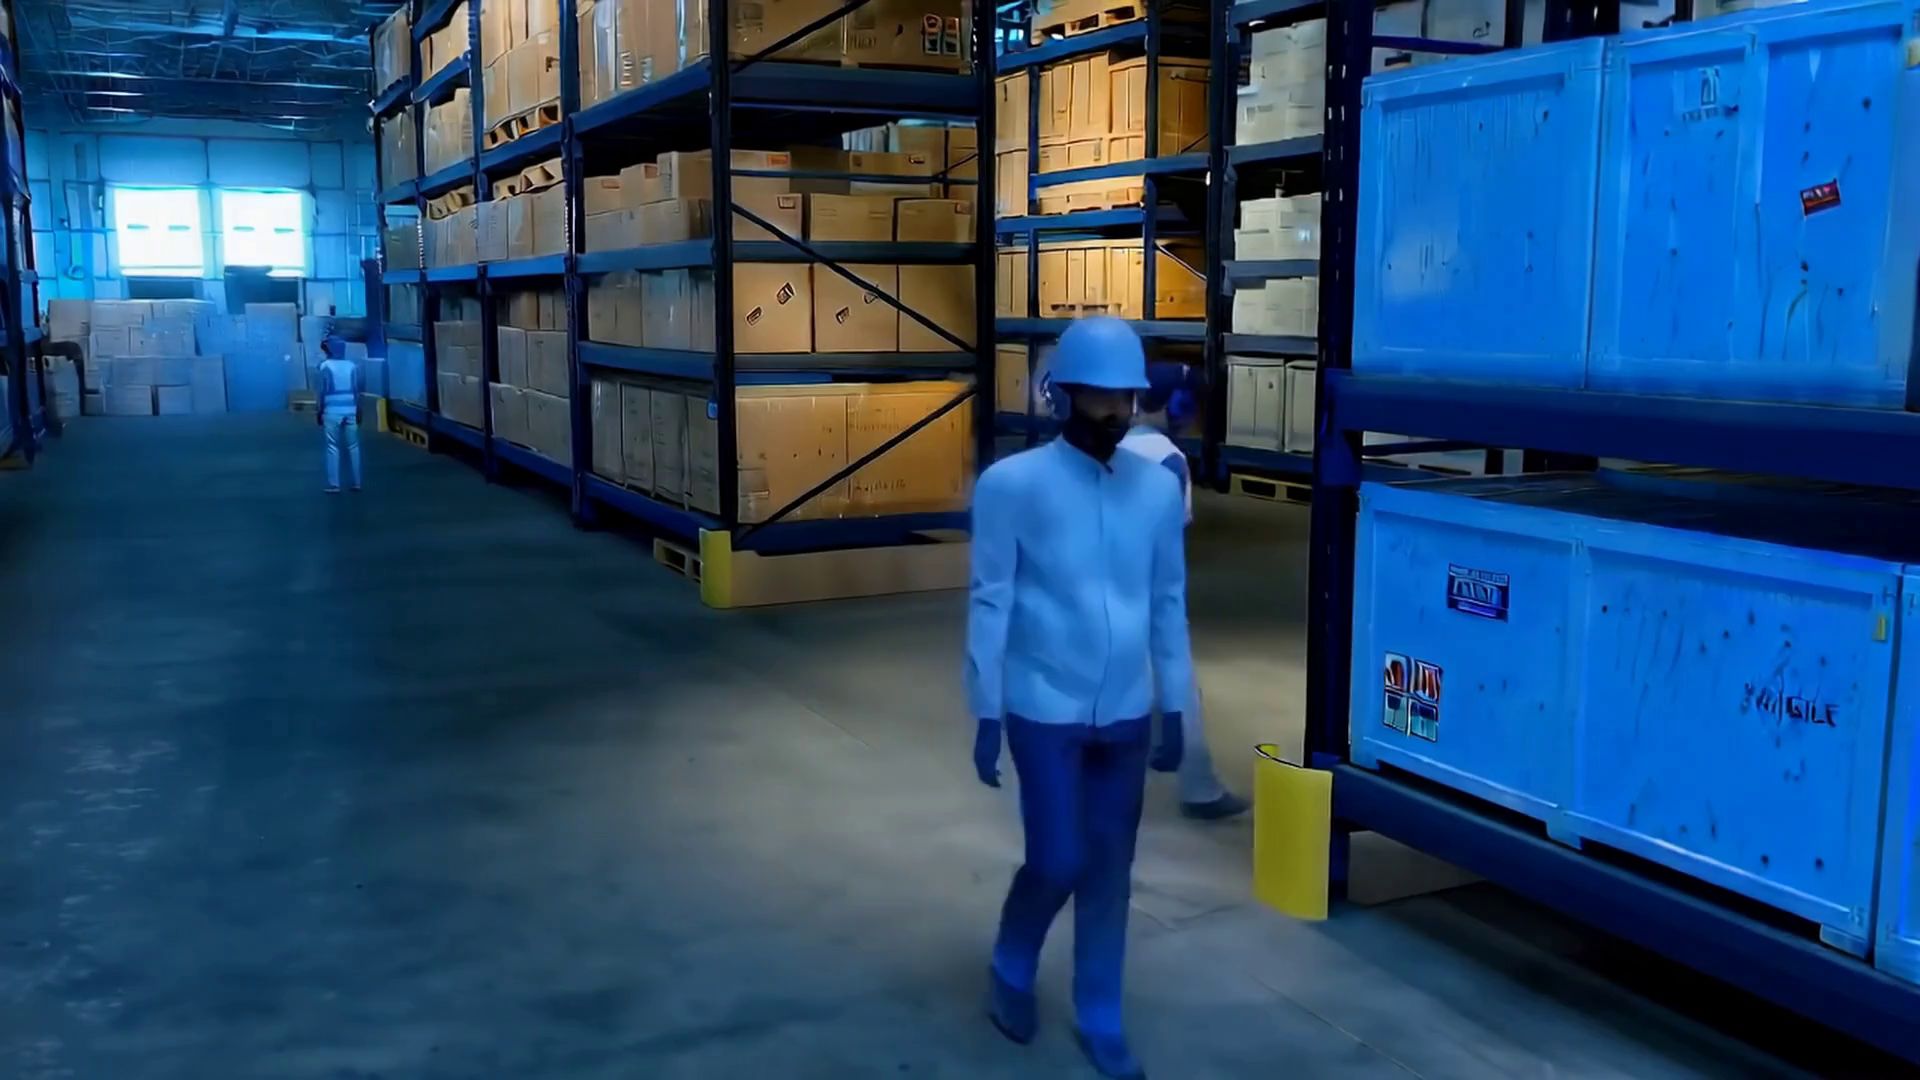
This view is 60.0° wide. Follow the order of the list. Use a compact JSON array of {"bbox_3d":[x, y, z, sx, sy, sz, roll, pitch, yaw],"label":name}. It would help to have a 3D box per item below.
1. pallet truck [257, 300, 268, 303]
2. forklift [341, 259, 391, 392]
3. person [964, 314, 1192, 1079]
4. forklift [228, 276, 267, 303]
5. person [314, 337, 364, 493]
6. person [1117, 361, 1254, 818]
[{"bbox_3d":[-23.913,-7.404,58.171,1.885,1.965,0.823,-1,8,-9],"label":"pallet truck"},{"bbox_3d":[-11.763,-4.321,33.885,1.873,2.768,1.129,1,8,7],"label":"forklift"},{"bbox_3d":[0.319,0.418,4.266,0.639,1.983,0.441,-4,9,-26],"label":"person"},{"bbox_3d":[-17.862,-5.470,41.809,1.129,2.768,1.873,-4,9,-26],"label":"forklift"},{"bbox_3d":[-6.486,-1.301,17.362,0.317,1.630,0.511,6,10,37],"label":"person"},{"bbox_3d":[0.678,0.215,6.371,0.914,1.790,0.604,-3,9,-21],"label":"person"}]
